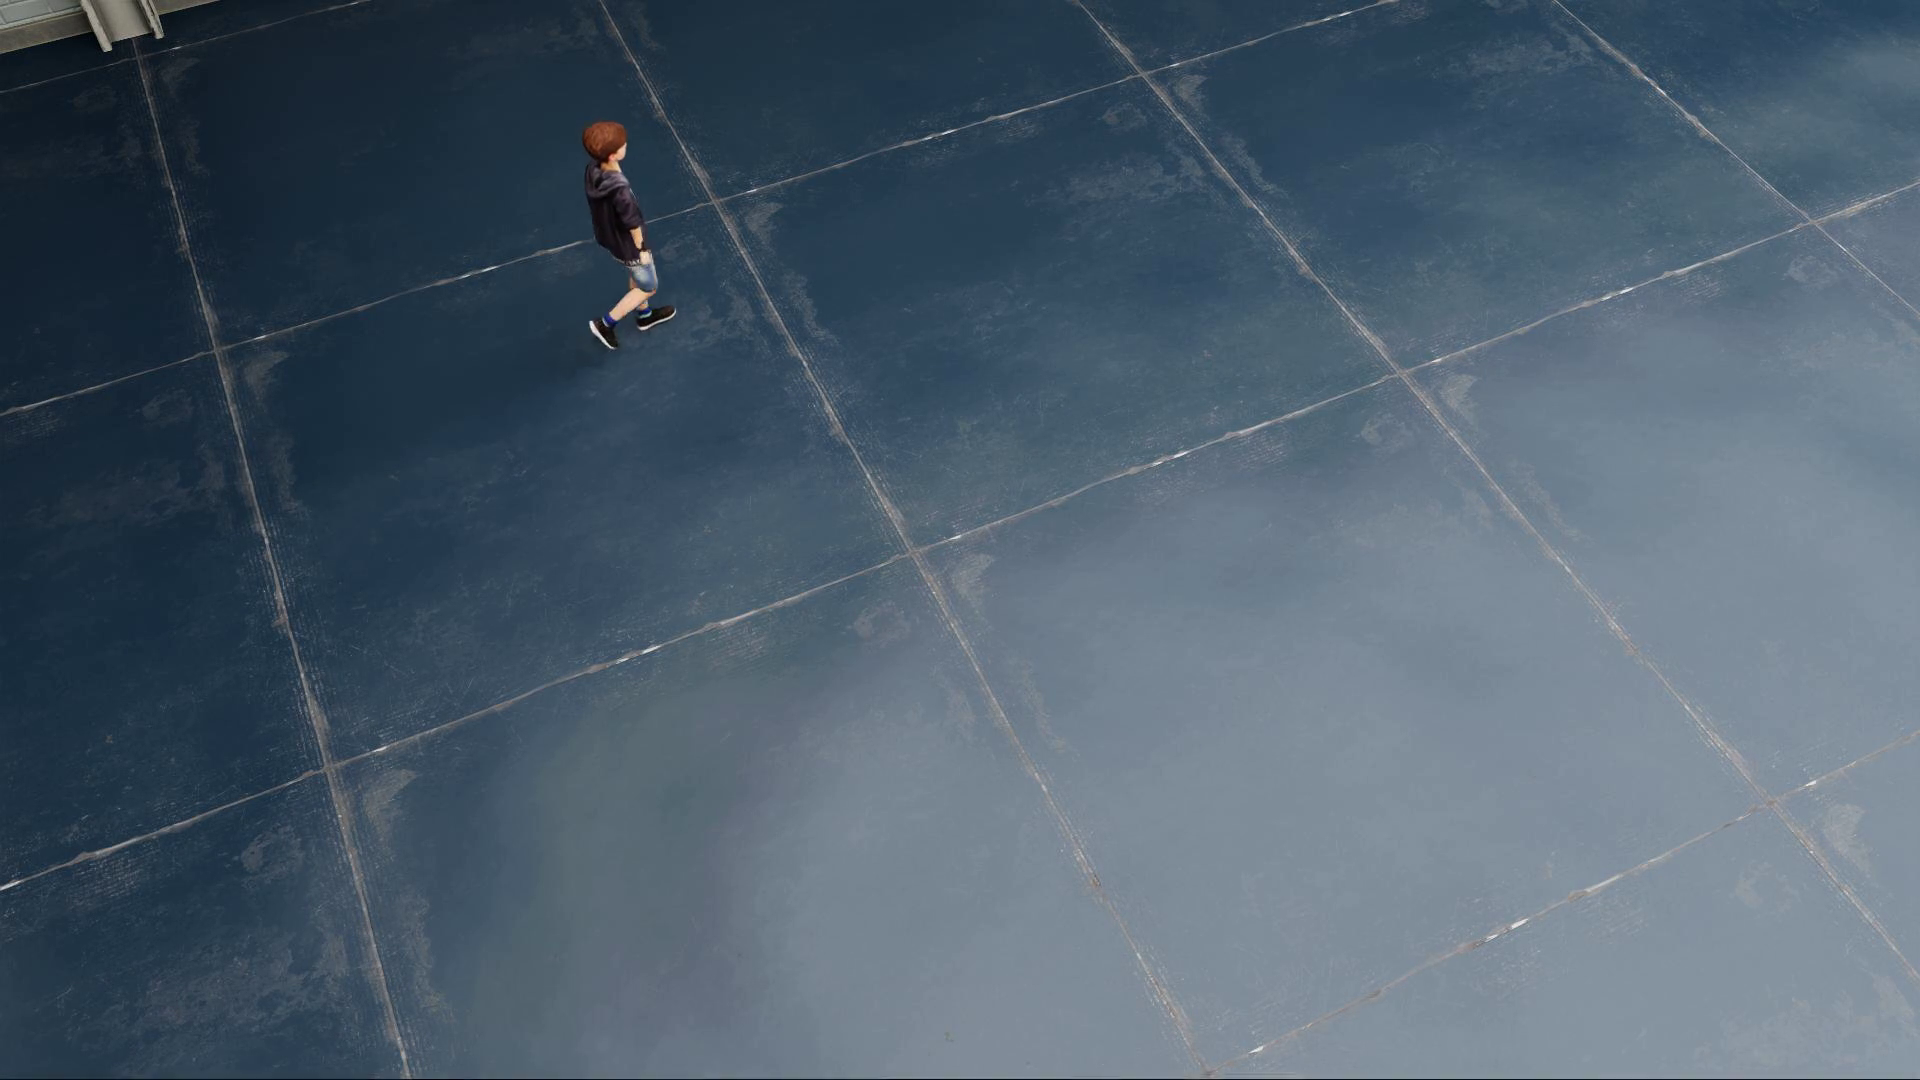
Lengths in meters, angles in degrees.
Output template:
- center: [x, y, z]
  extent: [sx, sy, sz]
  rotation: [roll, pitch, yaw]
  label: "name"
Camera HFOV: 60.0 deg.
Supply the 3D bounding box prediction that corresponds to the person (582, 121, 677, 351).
- center: [-1.855, -1.601, 8.949]
  extent: [0.812, 1.436, 0.629]
  rotation: [-30, 58, -21]
  label: "person"
